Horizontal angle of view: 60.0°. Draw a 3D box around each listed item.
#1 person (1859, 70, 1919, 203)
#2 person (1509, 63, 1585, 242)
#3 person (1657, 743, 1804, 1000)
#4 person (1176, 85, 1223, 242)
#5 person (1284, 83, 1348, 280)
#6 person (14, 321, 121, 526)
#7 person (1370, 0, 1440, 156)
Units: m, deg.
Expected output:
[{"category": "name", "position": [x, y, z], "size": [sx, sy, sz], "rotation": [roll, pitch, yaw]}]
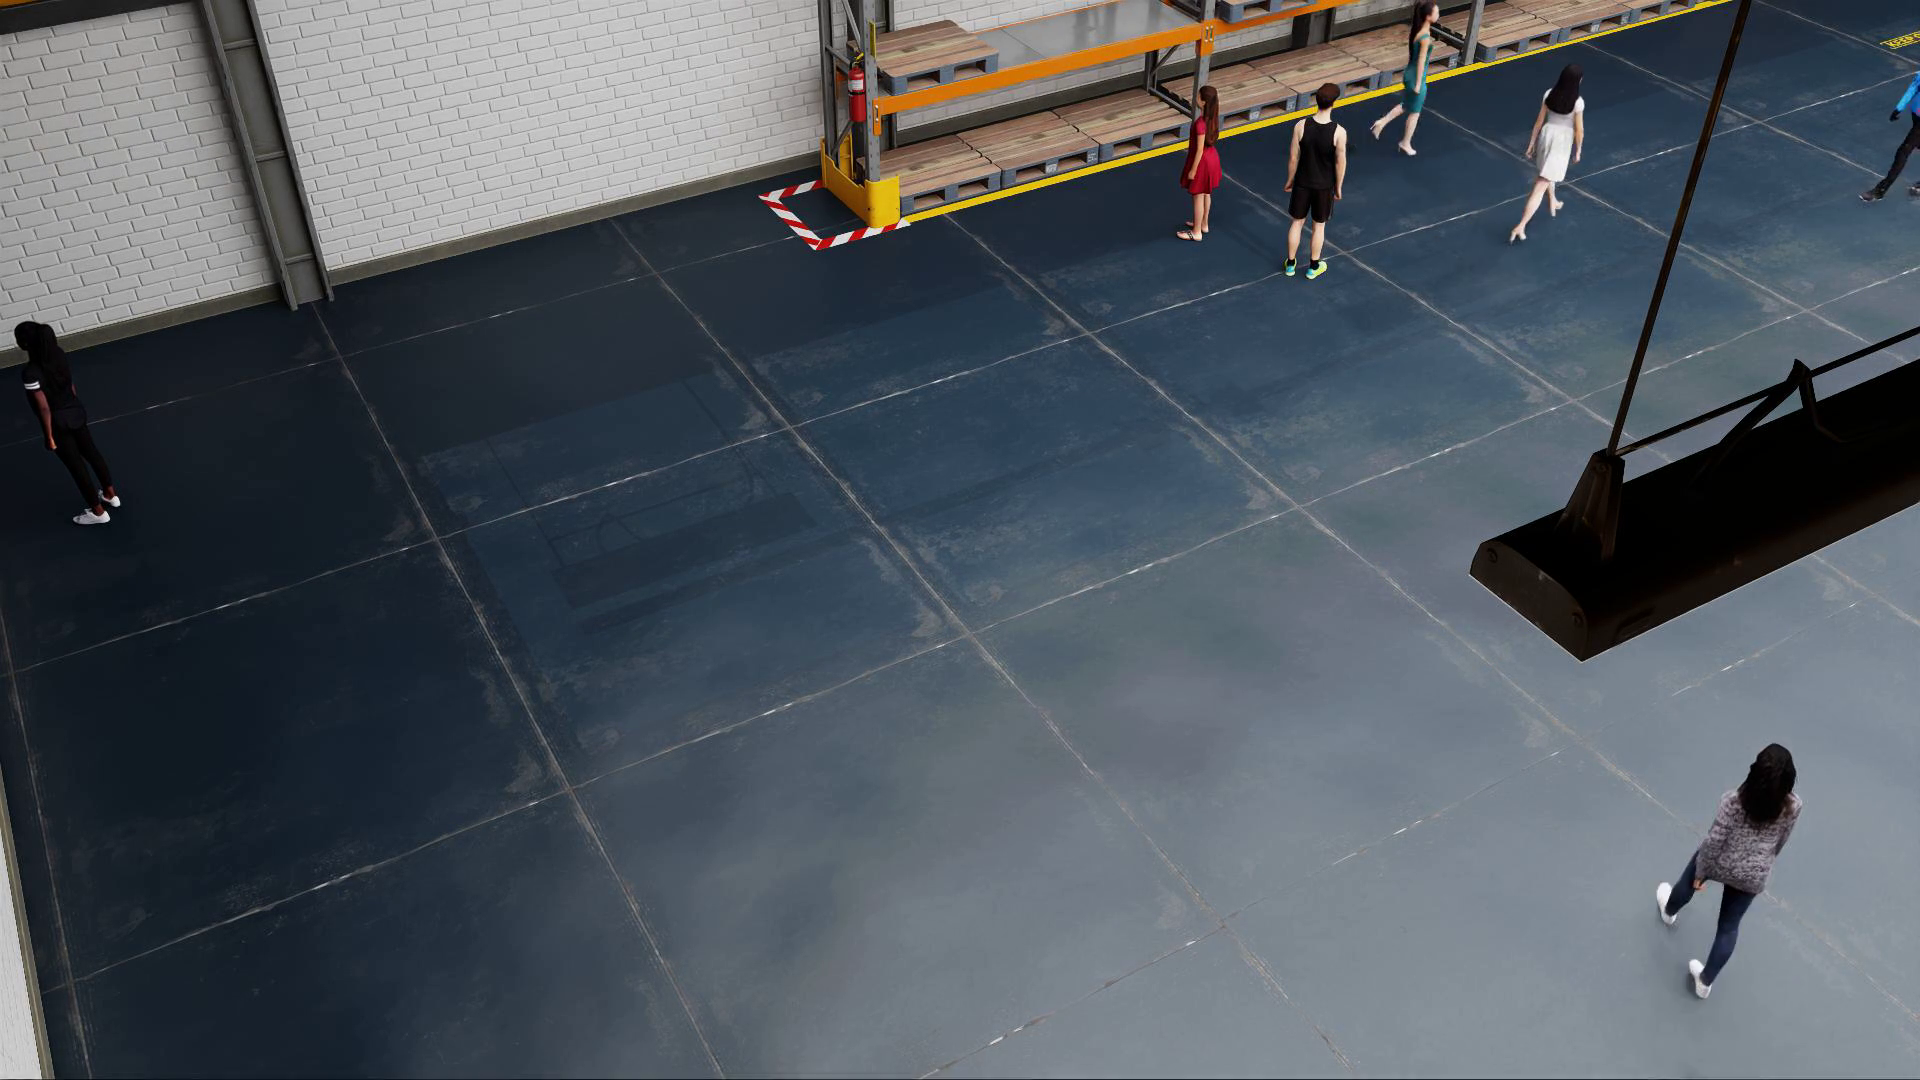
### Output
[{"category": "person", "position": [9.740, -4.231, 16.662], "size": [1.254, 1.750, 0.857], "rotation": [-9, 40, -11]}, {"category": "person", "position": [5.646, -3.671, 15.985], "size": [0.826, 1.721, 1.240], "rotation": [32, 48, 33]}, {"category": "person", "position": [4.239, 1.849, 9.089], "size": [1.024, 1.701, 1.063], "rotation": [7, 39, 9]}, {"category": "person", "position": [2.348, -3.659, 16.104], "size": [0.731, 1.554, 0.670], "rotation": [18, 42, 22]}, {"category": "person", "position": [3.278, -3.312, 15.399], "size": [0.778, 1.891, 0.808], "rotation": [14, 41, 17]}, {"category": "person", "position": [-6.731, -0.892, 12.499], "size": [0.750, 1.729, 0.714], "rotation": [3, 39, 4]}, {"category": "person", "position": [4.702, -4.832, 17.479], "size": [0.865, 1.671, 0.762], "rotation": [0, 39, 0]}]
